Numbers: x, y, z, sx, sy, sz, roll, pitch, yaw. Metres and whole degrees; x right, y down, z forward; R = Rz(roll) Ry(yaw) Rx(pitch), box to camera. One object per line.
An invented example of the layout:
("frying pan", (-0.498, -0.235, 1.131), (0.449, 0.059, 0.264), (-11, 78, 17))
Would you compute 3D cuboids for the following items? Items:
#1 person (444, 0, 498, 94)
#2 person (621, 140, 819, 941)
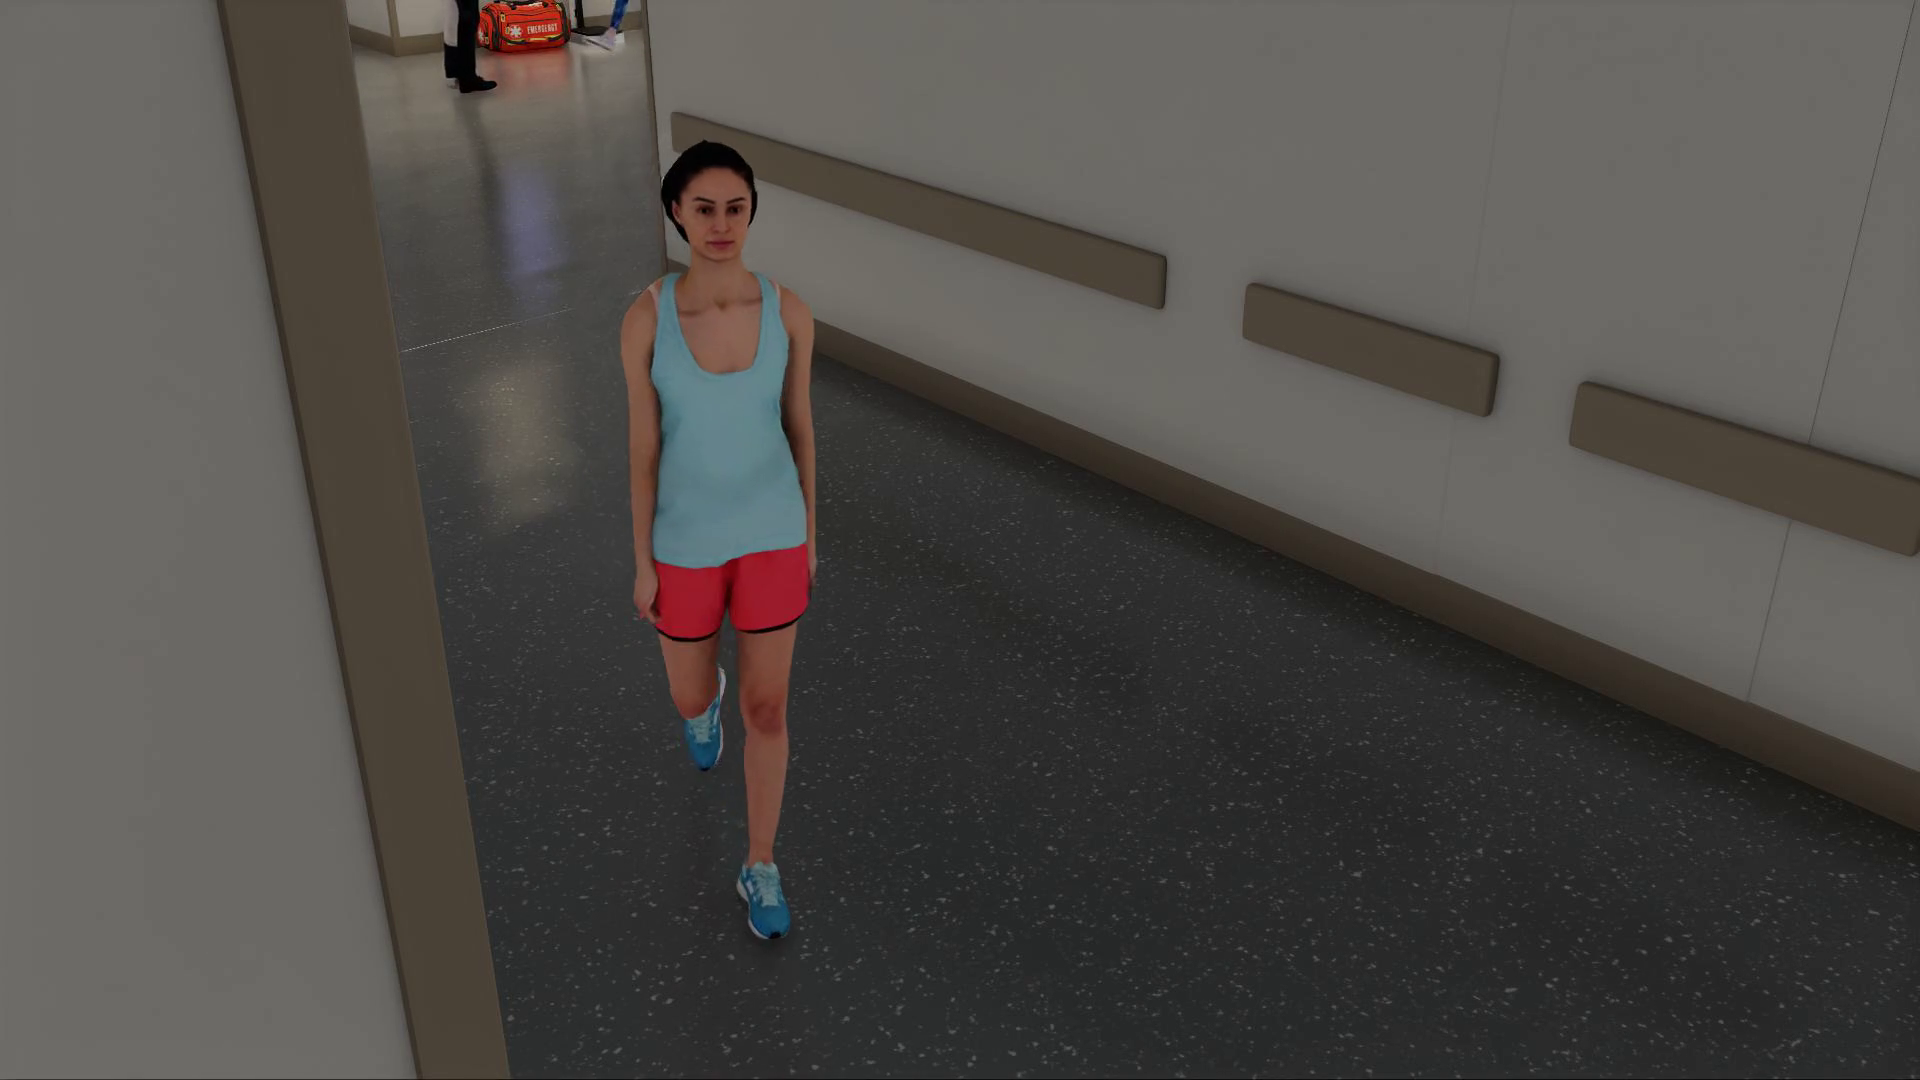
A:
("person", (-3.858, -4.394, 12.661), (0.585, 1.885, 0.700), (-19, 32, -34))
("person", (-0.542, -0.008, 3.721), (1.026, 1.750, 0.922), (-7, 27, -14))
